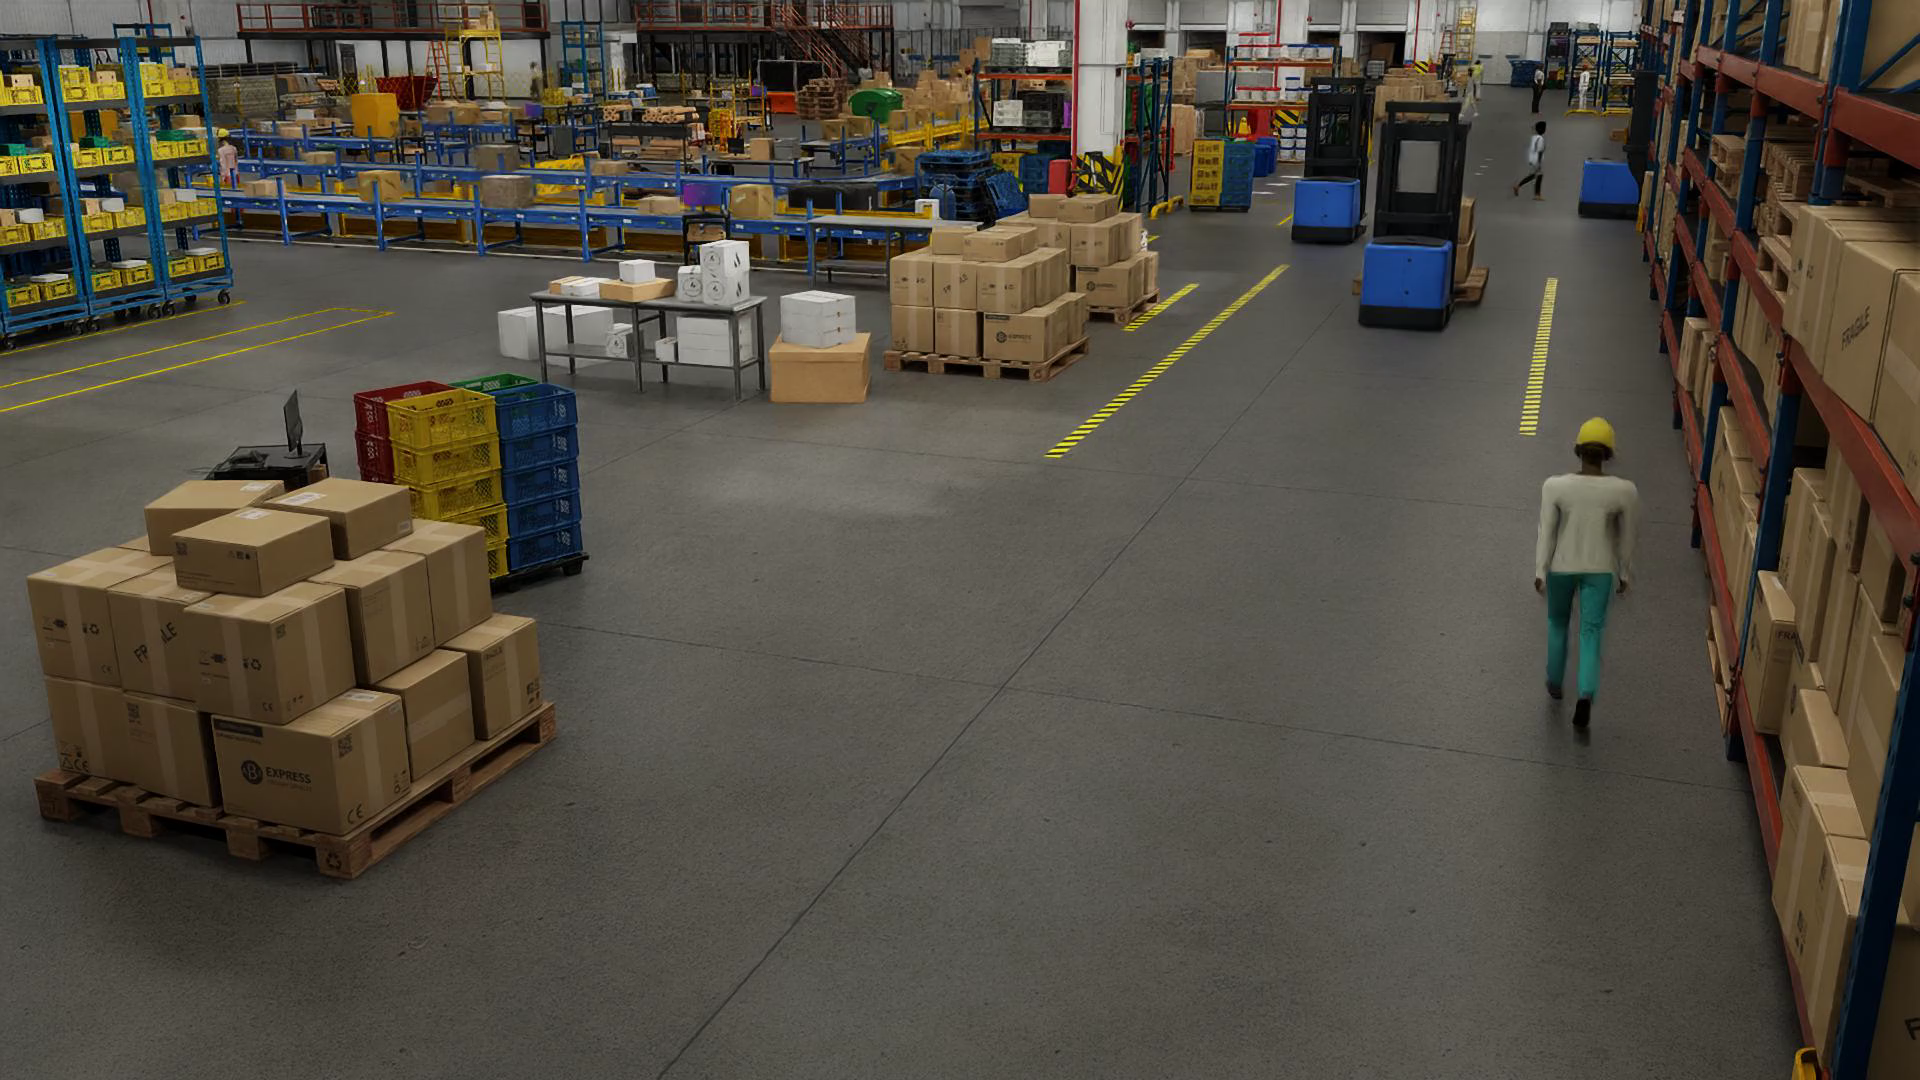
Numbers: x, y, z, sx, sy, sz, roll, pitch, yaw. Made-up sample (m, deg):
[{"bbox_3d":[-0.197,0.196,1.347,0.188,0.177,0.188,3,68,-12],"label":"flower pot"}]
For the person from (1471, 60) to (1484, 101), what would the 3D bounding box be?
[{"bbox_3d":[23.456,-20.876,75.539,0.665,1.790,0.986,0,18,0],"label":"person"}]

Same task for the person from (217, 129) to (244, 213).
[{"bbox_3d":[-14.017,-6.978,31.891,0.311,1.768,0.533,3,18,9],"label":"person"}]

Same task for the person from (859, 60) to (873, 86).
[{"bbox_3d":[-3.960,-19.387,70.636,0.627,1.909,0.987,-8,19,-24],"label":"person"}]

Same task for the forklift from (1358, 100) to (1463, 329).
[{"bbox_3d":[5.896,-4.261,21.543,1.129,2.768,1.873,6,19,19],"label":"forklift"}]

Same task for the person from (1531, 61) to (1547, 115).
[{"bbox_3d":[22.687,-17.688,65.095,0.536,2.000,0.676,1,18,4],"label":"person"}]

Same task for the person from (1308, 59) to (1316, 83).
[{"bbox_3d":[19.746,-26.633,93.278,0.380,1.991,0.625,6,19,18],"label":"person"}]

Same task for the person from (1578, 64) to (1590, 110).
[{"bbox_3d":[24.799,-17.958,66.198,0.585,1.882,0.340,-14,23,-38],"label":"person"}]

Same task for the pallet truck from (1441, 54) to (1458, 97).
[{"bbox_3d":[22.765,-21.886,78.355,0.823,1.965,1.885,-4,18,-14],"label":"pallet truck"}]

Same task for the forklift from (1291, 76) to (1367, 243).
[{"bbox_3d":[6.598,-6.755,29.381,1.129,2.768,1.873,6,19,19],"label":"forklift"}]

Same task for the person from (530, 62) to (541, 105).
[{"bbox_3d":[-18.310,-19.559,71.317,0.598,1.823,0.519,-4,18,-13],"label":"person"}]

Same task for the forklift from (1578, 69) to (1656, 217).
[{"bbox_3d":[13.219,-7.740,32.475,1.873,2.768,1.129,6,19,18],"label":"forklift"}]

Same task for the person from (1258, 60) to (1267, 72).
[{"bbox_3d":[15.224,-23.481,83.529,0.900,1.907,0.547,-6,19,-18],"label":"person"}]

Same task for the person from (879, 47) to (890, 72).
[{"bbox_3d":[-4.335,-27.313,95.518,0.614,1.932,0.482,-8,19,-23],"label":"person"}]

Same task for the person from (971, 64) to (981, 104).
[{"bbox_3d":[0.549,-18.089,66.633,0.987,1.862,0.618,2,18,5],"label":"person"}]

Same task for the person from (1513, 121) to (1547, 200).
[{"bbox_3d":[12.293,-8.124,35.625,0.612,1.681,0.540,-1,18,-2],"label":"person"}]

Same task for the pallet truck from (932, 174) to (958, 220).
[{"bbox_3d":[-0.507,-5.292,27.348,0.653,1.274,1.630,6,19,19],"label":"pallet truck"}]

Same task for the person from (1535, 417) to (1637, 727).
[{"bbox_3d":[3.548,0.175,9.470,0.532,1.739,0.795,5,18,14],"label":"person"}]

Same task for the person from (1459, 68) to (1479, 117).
[{"bbox_3d":[19.562,-17.146,63.772,0.999,1.831,0.531,-5,18,-15],"label":"person"}]

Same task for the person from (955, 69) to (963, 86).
[{"bbox_3d":[-0.097,-17.589,65.289,0.884,1.731,0.519,14,22,37],"label":"person"}]

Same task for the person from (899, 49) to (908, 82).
[{"bbox_3d":[-3.239,-27.240,95.415,0.611,1.850,0.644,-7,19,-22],"label":"person"}]

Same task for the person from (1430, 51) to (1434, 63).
[{"bbox_3d":[24.879,-25.018,88.418,0.624,1.860,0.828,-5,18,-16],"label":"person"}]

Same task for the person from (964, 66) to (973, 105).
[{"bbox_3d":[0.317,-16.988,63.062,0.358,1.937,0.549,-1,18,-4],"label":"person"}]
